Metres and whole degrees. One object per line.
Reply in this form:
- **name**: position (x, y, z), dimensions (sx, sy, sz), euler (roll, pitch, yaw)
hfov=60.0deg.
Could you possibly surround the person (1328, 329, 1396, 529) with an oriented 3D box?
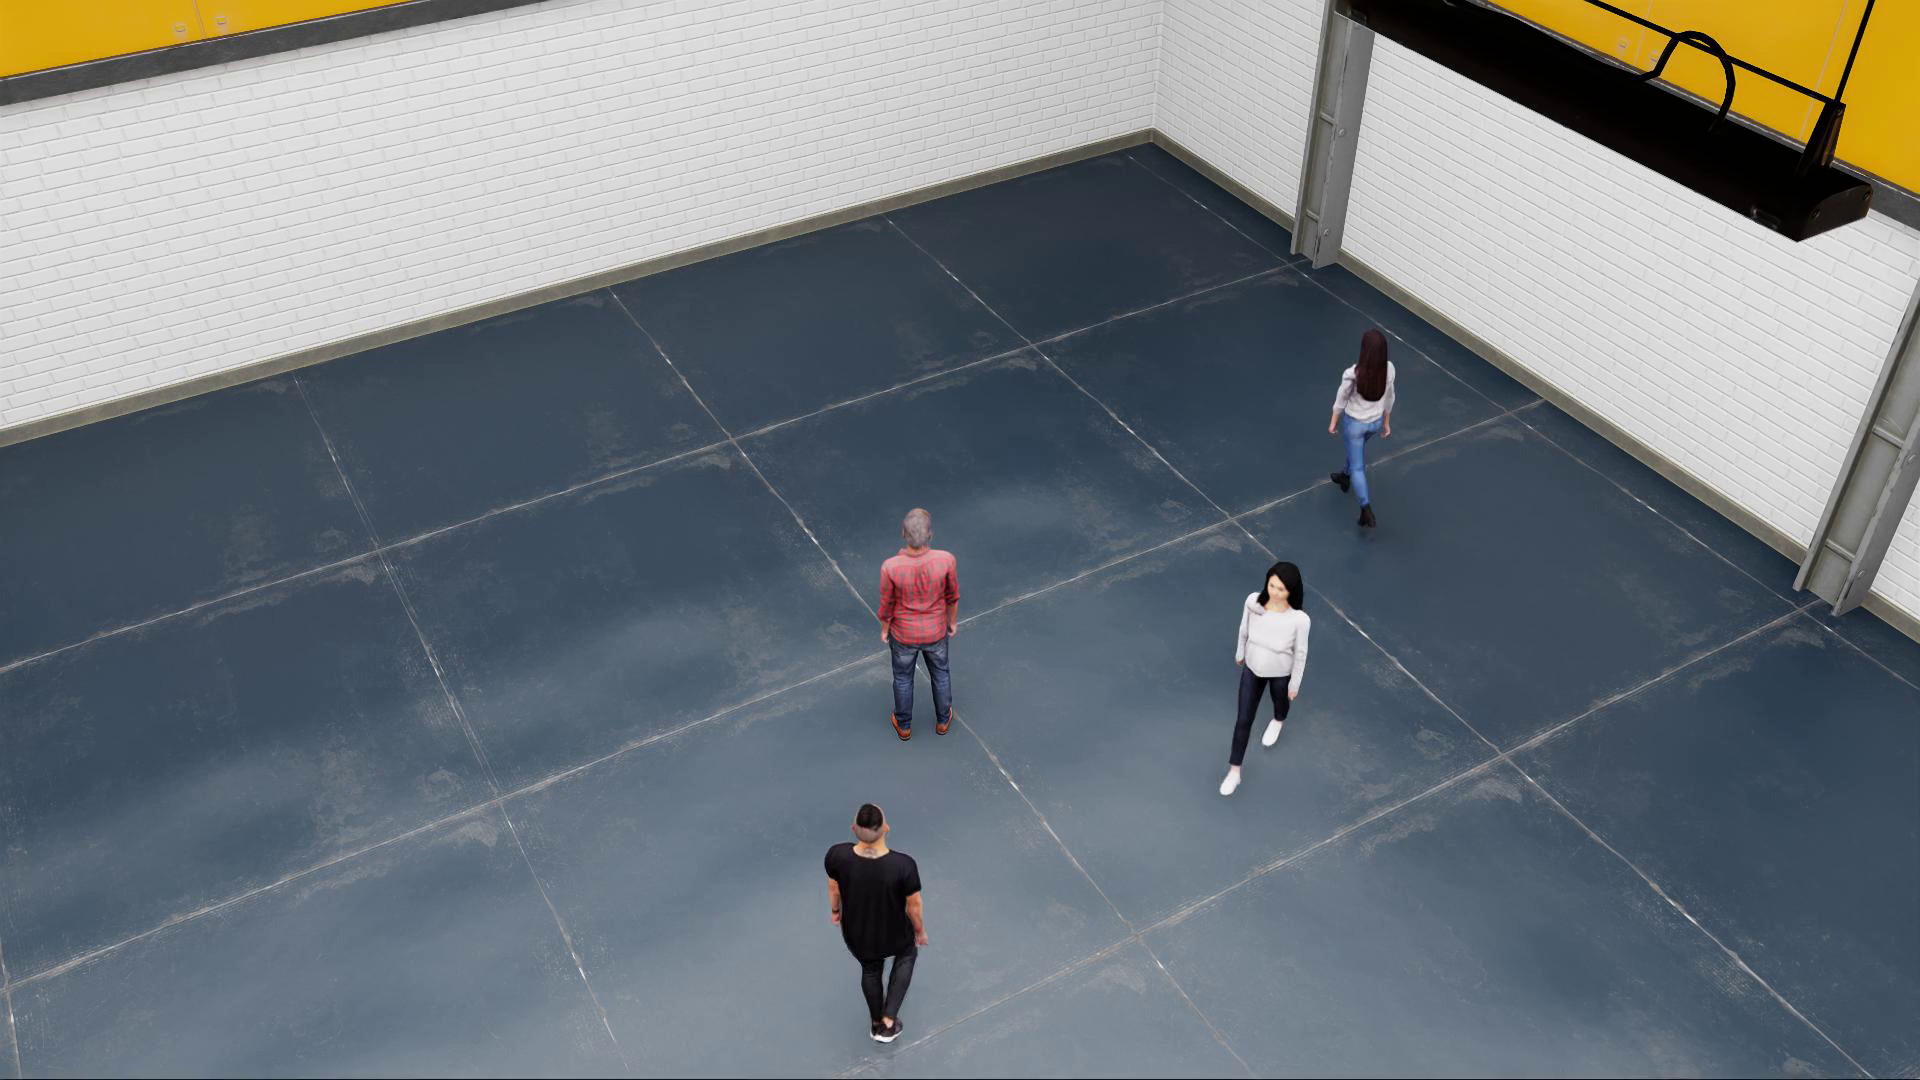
- **person**: position (3.134, -0.830, 12.800), dimensions (0.765, 1.593, 1.110), euler (-12, 40, -14)

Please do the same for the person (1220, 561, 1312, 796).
- **person**: position (2.038, 0.794, 10.719), dimensions (1.119, 1.652, 1.044), euler (19, 43, 23)

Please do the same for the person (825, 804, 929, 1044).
- **person**: position (-0.458, 2.108, 8.911), dimensions (0.848, 1.854, 0.904), euler (8, 39, 10)

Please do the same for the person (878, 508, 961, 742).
- **person**: position (-0.268, 0.559, 10.871), dimensions (0.756, 1.831, 0.678), euler (-6, 39, -8)
